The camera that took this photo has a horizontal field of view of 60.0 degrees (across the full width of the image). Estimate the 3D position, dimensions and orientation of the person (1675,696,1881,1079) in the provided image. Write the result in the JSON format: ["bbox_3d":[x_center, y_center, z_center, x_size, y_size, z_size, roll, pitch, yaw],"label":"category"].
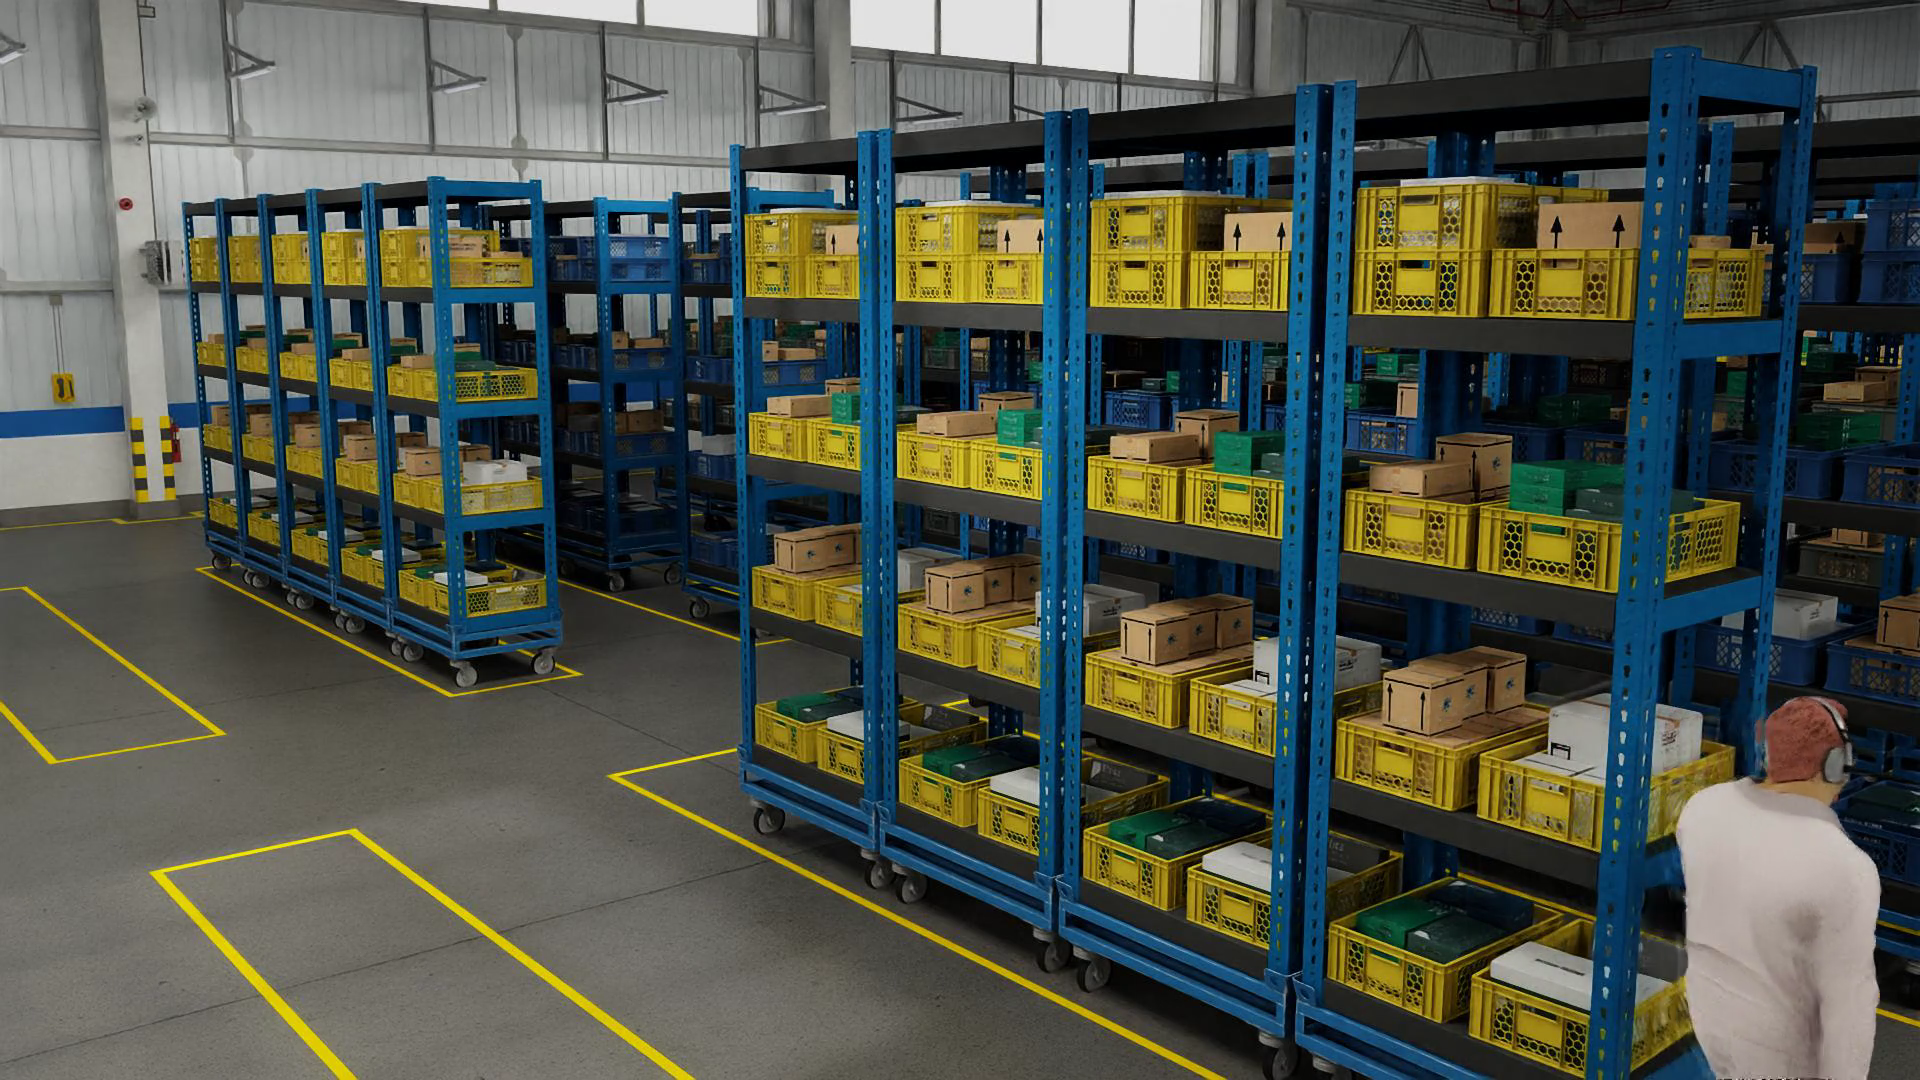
[{"bbox_3d":[2.198,1.347,4.465,0.478,1.882,0.662,-3,10,-16],"label":"person"}]
